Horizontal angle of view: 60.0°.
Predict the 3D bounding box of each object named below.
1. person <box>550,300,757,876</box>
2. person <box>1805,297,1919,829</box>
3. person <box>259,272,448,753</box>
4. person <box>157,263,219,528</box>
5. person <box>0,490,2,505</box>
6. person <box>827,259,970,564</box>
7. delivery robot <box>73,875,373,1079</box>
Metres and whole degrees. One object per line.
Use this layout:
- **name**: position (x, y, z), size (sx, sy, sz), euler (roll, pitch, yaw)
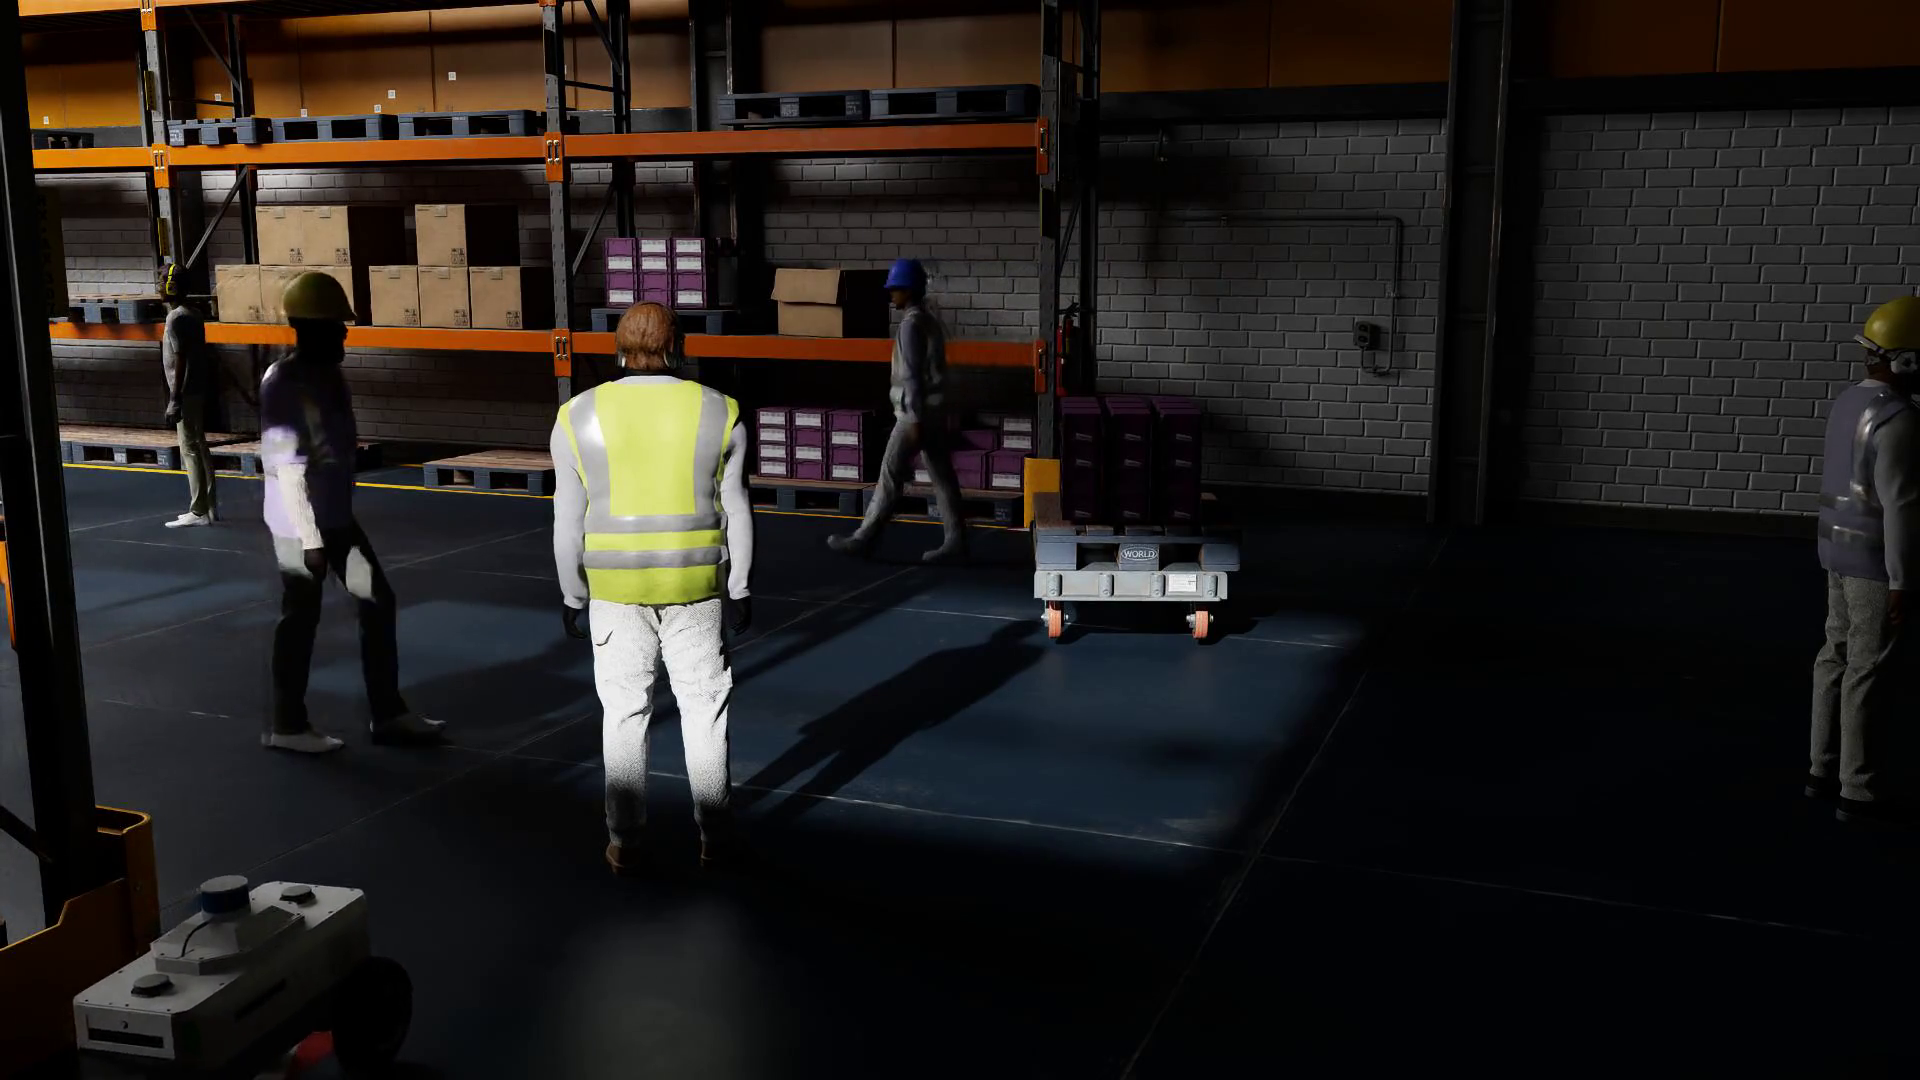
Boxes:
- **person**: position (-0.969, 0.160, 5.337), size (0.633, 1.837, 0.429), euler (-2, 10, -10)
- **person**: position (3.225, 0.075, 5.822), size (0.403, 1.833, 0.586), euler (1, 10, 7)
- **person**: position (-2.407, -0.085, 6.524), size (0.791, 1.897, 0.609), euler (1, 10, 5)
- **person**: position (-5.520, -1.020, 11.832), size (0.328, 1.867, 0.513), euler (-1, 10, -8)
- **person**: position (-7.552, -1.085, 12.823), size (0.309, 1.641, 0.514), euler (-2, 10, -9)
- **person**: position (-0.373, -0.788, 10.424), size (0.962, 1.900, 0.657), euler (3, 10, 14)
- **delivery robot**: position (-1.685, 1.021, 3.848), size (0.477, 0.478, 0.707), euler (2, 10, 13)
